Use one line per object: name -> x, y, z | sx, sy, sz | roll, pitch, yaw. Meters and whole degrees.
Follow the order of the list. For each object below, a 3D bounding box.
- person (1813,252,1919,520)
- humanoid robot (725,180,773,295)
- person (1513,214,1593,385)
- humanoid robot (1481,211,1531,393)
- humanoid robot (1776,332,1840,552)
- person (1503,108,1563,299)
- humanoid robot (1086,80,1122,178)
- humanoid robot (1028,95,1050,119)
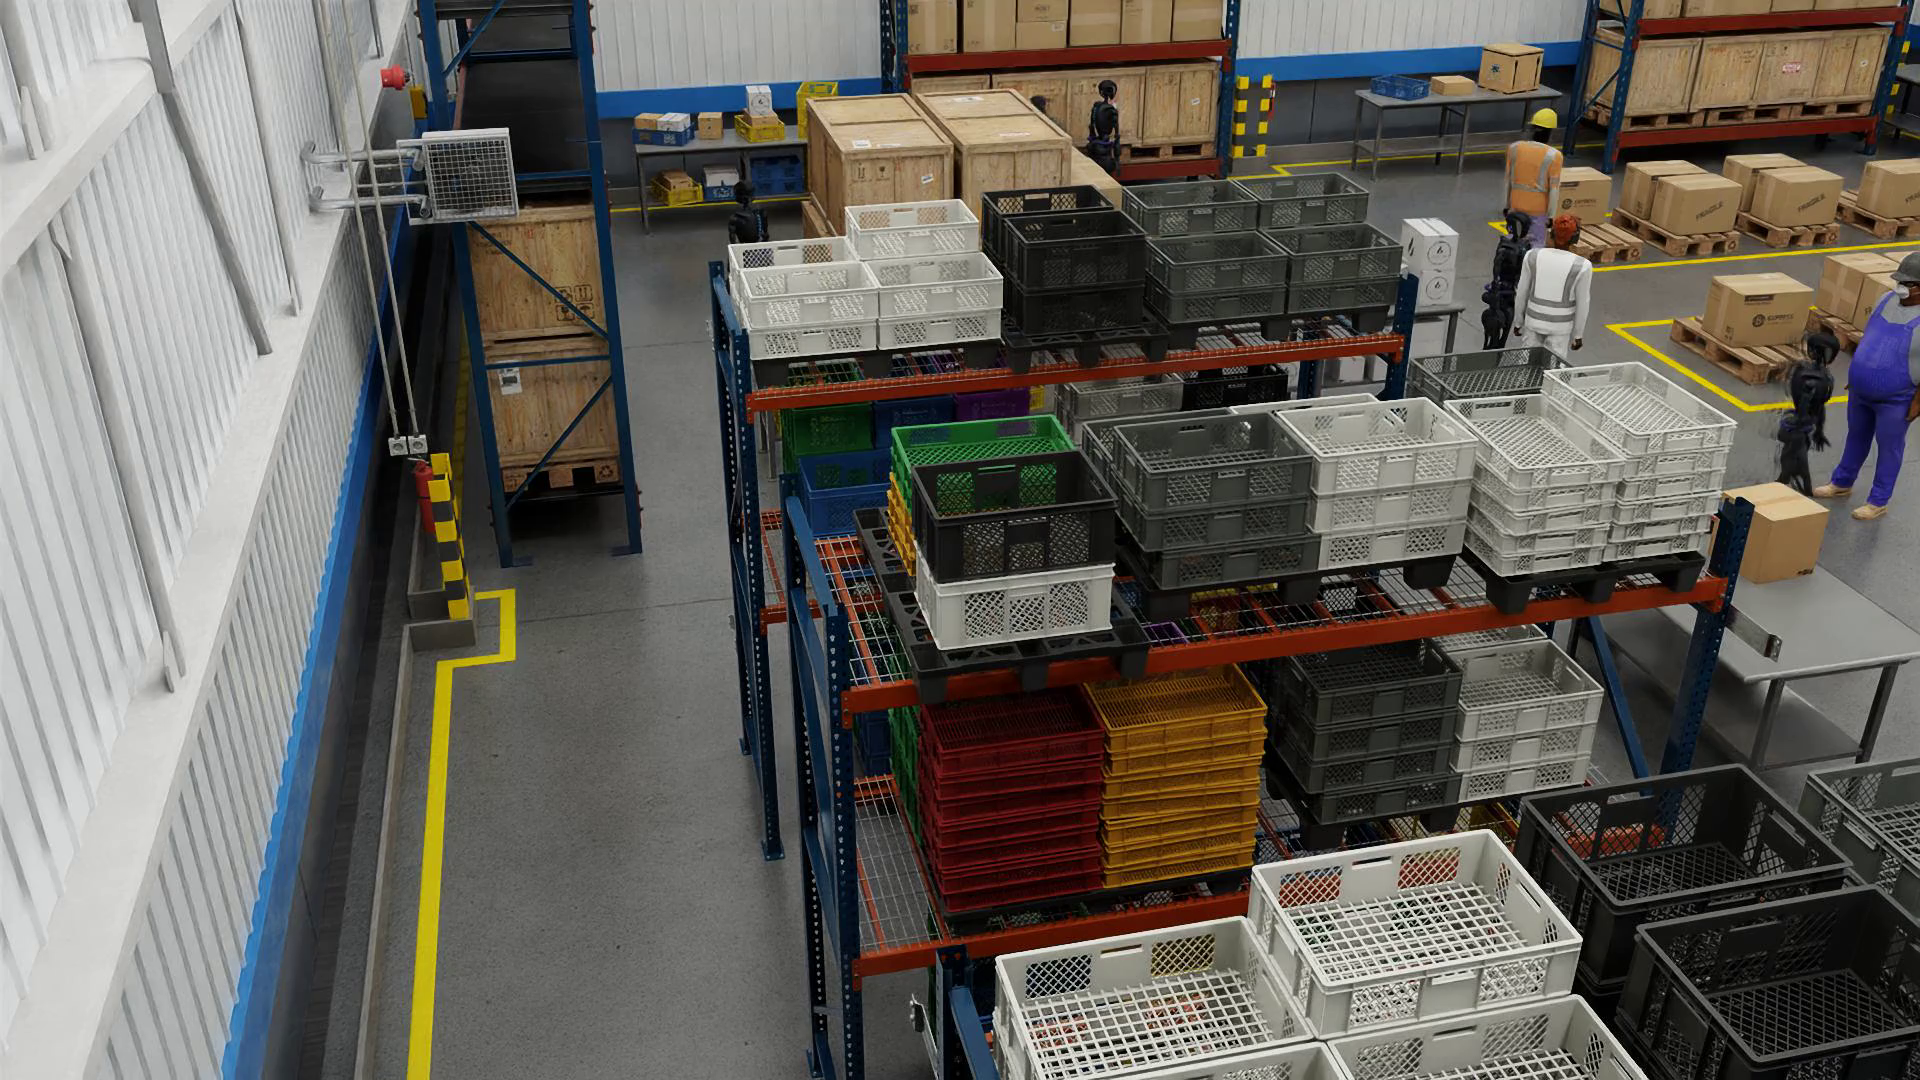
person -> 6.848, -1.151, 12.331 | 0.540, 2.000, 0.688 | -9, 29, -16
humanoid robot -> -1.911, -2.467, 15.200 | 0.321, 1.657, 0.606 | 16, 32, 28
person -> 4.829, -1.751, 13.636 | 0.583, 1.882, 0.345 | 19, 33, 31
humanoid robot -> 4.708, -2.024, 14.361 | 0.327, 1.657, 0.589 | 24, 36, 38
humanoid robot -> 6.006, -0.742, 11.987 | 0.686, 1.635, 0.580 | 15, 31, 26
person -> 5.696, -3.348, 16.631 | 0.586, 1.922, 0.373 | 24, 36, 38
humanoid robot -> 1.618, -4.358, 18.790 | 0.321, 1.657, 0.610 | -14, 31, -25
humanoid robot -> 0.948, -4.067, 18.283 | 0.628, 1.635, 0.586 | 1, 28, 3
